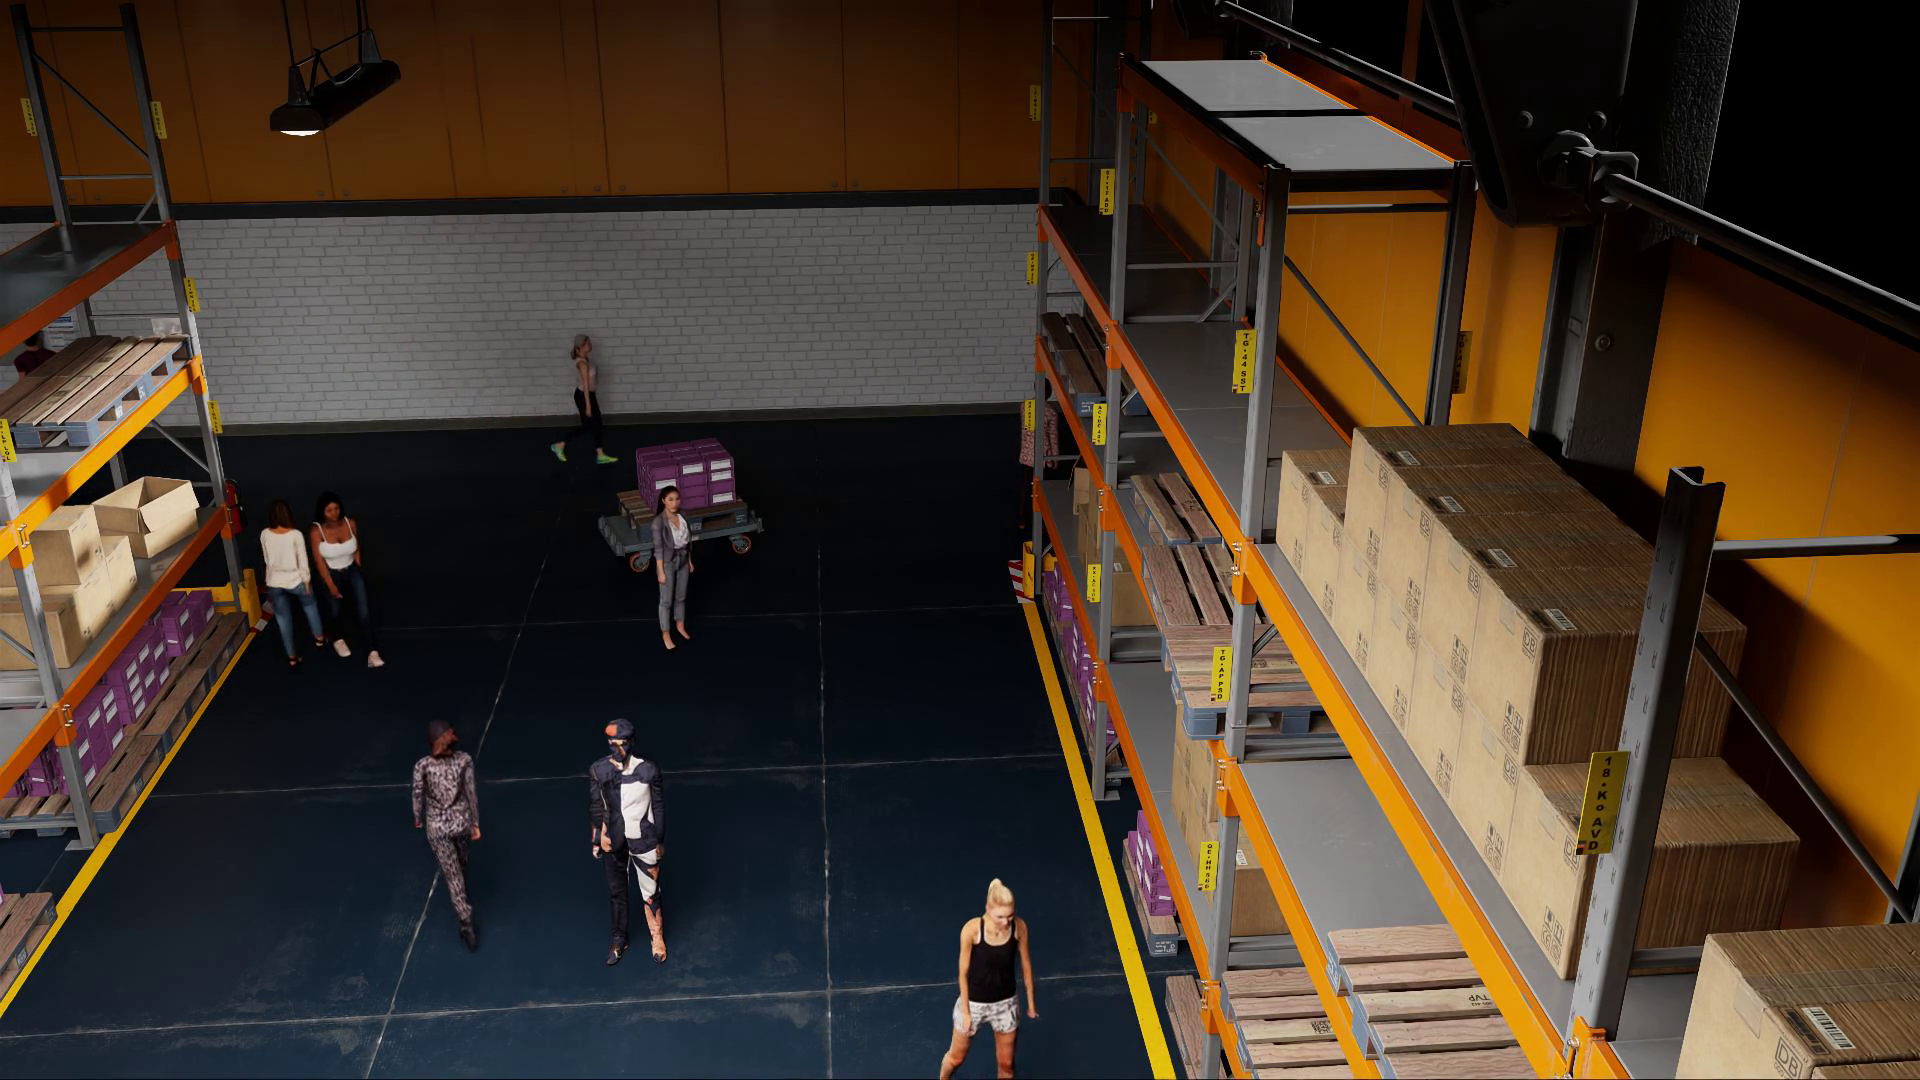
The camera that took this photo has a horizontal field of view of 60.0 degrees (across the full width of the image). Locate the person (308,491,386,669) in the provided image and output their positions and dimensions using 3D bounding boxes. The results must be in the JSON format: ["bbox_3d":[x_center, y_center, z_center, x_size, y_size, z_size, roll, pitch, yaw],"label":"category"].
[{"bbox_3d":[-5.923,0.360,15.735,1.011,1.764,1.207,-17,29,-34],"label":"person"}]

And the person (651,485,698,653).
[{"bbox_3d":[-2.778,0.253,16.088,0.773,1.677,0.699,16,28,32],"label":"person"}]

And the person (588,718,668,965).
[{"bbox_3d":[-2.308,2.090,11.617,0.672,1.893,0.572,-1,24,-3],"label":"person"}]

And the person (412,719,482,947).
[{"bbox_3d":[-3.616,2.108,11.859,0.919,1.666,1.215,-13,27,-28],"label":"person"}]

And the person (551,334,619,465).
[{"bbox_3d":[-4.712,-1.712,20.579,0.681,1.680,0.966,-4,24,-8],"label":"person"}]

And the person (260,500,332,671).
[{"bbox_3d":[-6.354,0.449,15.658,0.649,1.662,0.851,-1,24,-1],"label":"person"}]

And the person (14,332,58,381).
[{"bbox_3d":[-11.208,-1.722,20.390,0.737,1.849,0.743,-18,30,-36],"label":"person"}]

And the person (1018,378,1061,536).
[{"bbox_3d":[0.870,-0.950,18.684,0.763,1.803,0.816,17,29,34],"label":"person"}]

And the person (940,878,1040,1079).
[{"bbox_3d":[0.189,2.794,10.073,0.873,1.839,0.773,-6,24,-13],"label":"person"}]
